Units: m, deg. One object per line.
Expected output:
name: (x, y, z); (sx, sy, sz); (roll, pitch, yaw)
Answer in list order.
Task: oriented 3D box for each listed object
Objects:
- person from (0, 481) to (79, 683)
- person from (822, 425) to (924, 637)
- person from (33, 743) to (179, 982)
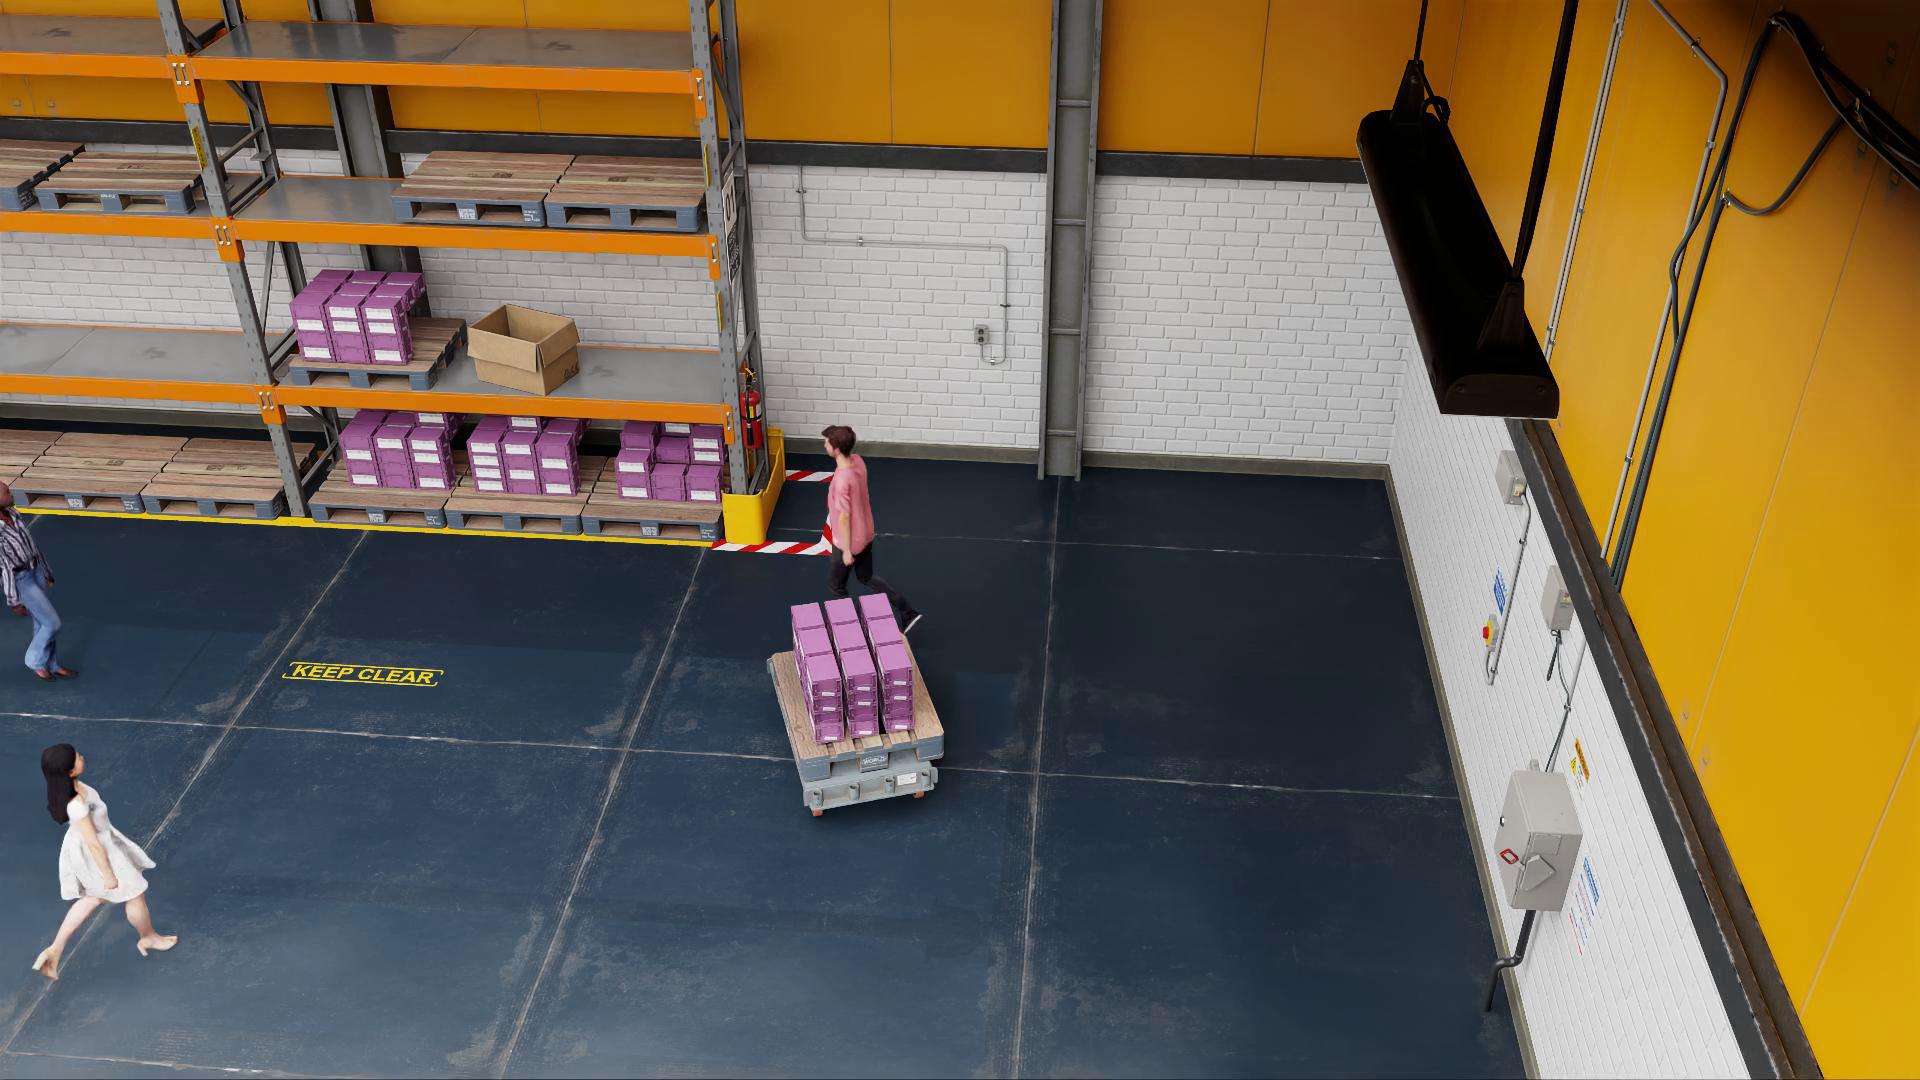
person: (-7.000, 0.349, 12.294); (0.689, 1.780, 0.715); (-4, 34, -7)
person: (-0.722, 0.004, 12.673); (1.163, 1.936, 0.767); (9, 35, 13)
person: (-5.210, 1.962, 9.891); (1.055, 1.754, 1.032); (-28, 43, -36)
